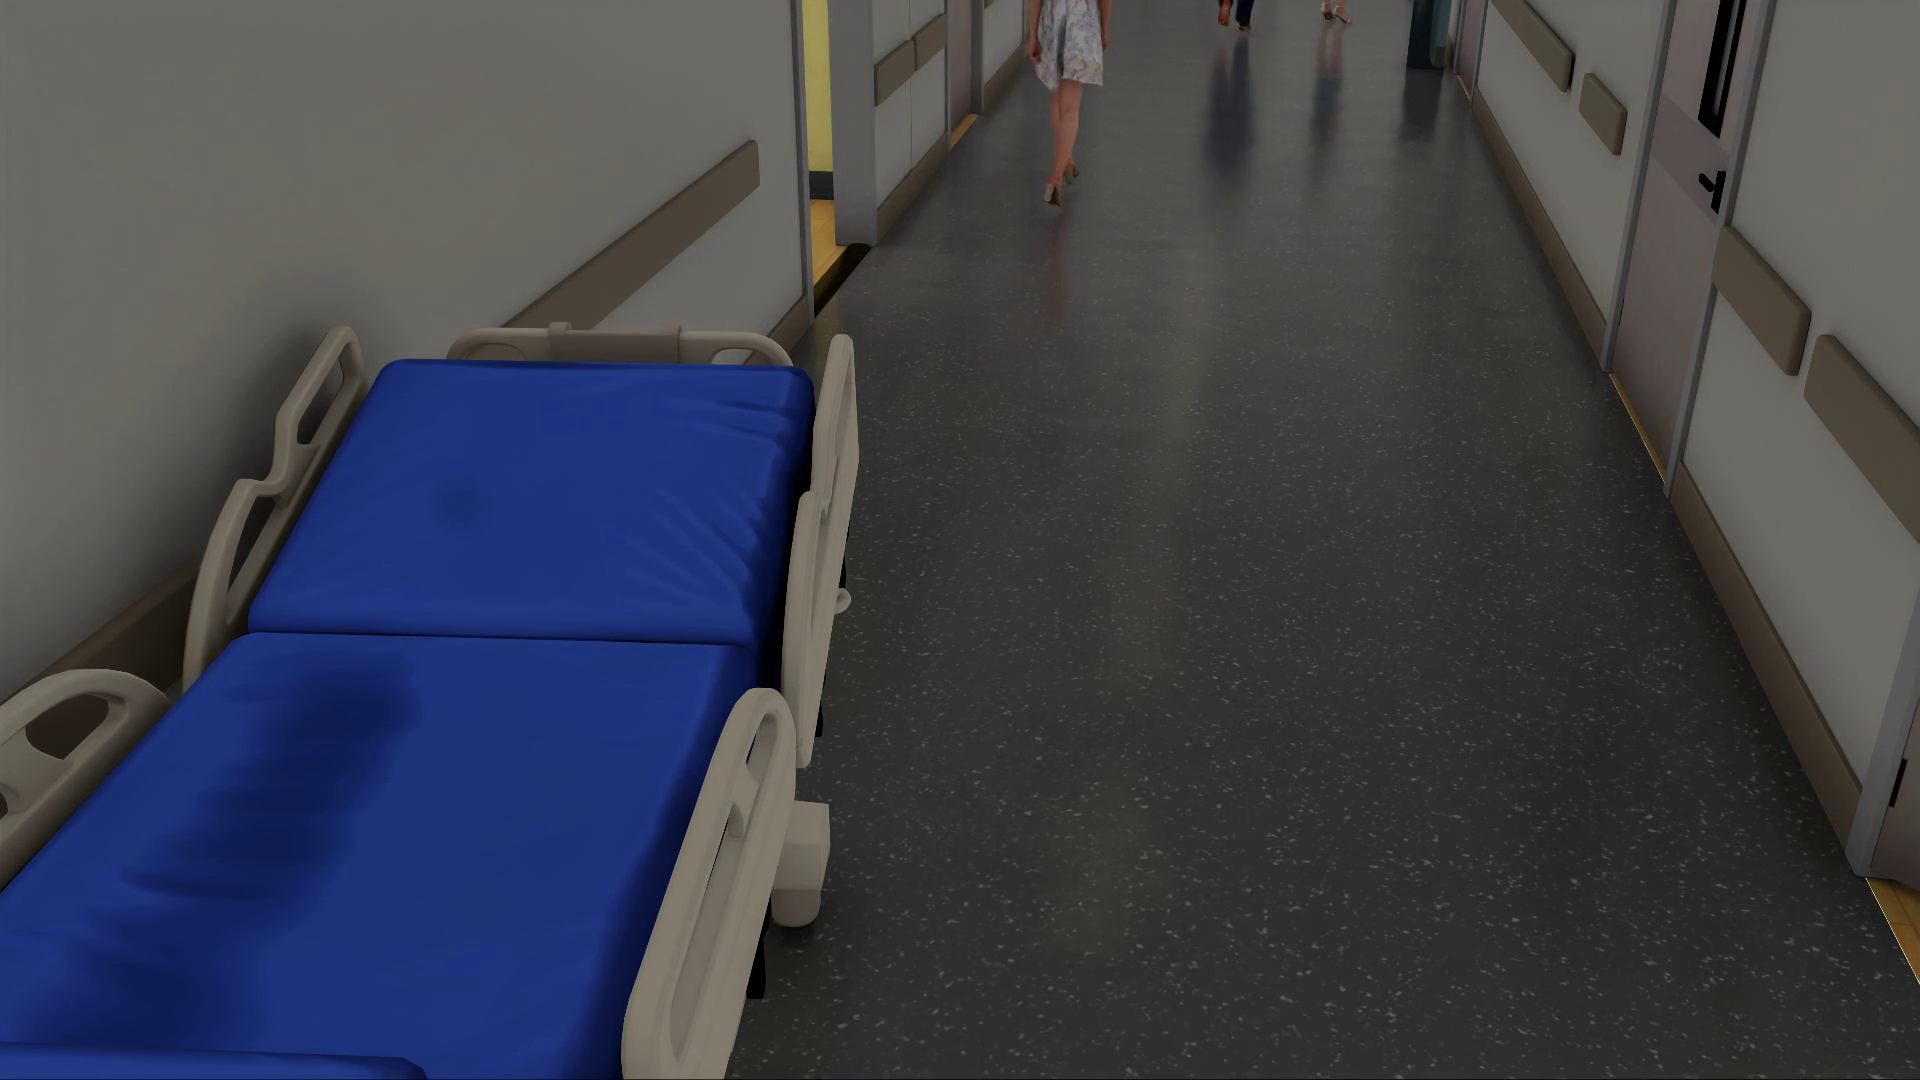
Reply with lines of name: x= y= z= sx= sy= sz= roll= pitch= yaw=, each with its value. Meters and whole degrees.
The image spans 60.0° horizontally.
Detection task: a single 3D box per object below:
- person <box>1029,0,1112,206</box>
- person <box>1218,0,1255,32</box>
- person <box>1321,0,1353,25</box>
person: x=0.586 y=-2.684 z=9.141 sx=1.127 sy=1.725 sz=0.710 roll=6 pitch=26 yaw=13
person: x=2.499 y=-5.406 z=14.692 sx=0.882 sy=1.805 sz=0.785 roll=8 pitch=27 yaw=15
person: x=3.530 y=-5.657 z=15.351 sx=0.650 sy=1.685 sz=0.618 roll=-12 pitch=28 yaw=-24
